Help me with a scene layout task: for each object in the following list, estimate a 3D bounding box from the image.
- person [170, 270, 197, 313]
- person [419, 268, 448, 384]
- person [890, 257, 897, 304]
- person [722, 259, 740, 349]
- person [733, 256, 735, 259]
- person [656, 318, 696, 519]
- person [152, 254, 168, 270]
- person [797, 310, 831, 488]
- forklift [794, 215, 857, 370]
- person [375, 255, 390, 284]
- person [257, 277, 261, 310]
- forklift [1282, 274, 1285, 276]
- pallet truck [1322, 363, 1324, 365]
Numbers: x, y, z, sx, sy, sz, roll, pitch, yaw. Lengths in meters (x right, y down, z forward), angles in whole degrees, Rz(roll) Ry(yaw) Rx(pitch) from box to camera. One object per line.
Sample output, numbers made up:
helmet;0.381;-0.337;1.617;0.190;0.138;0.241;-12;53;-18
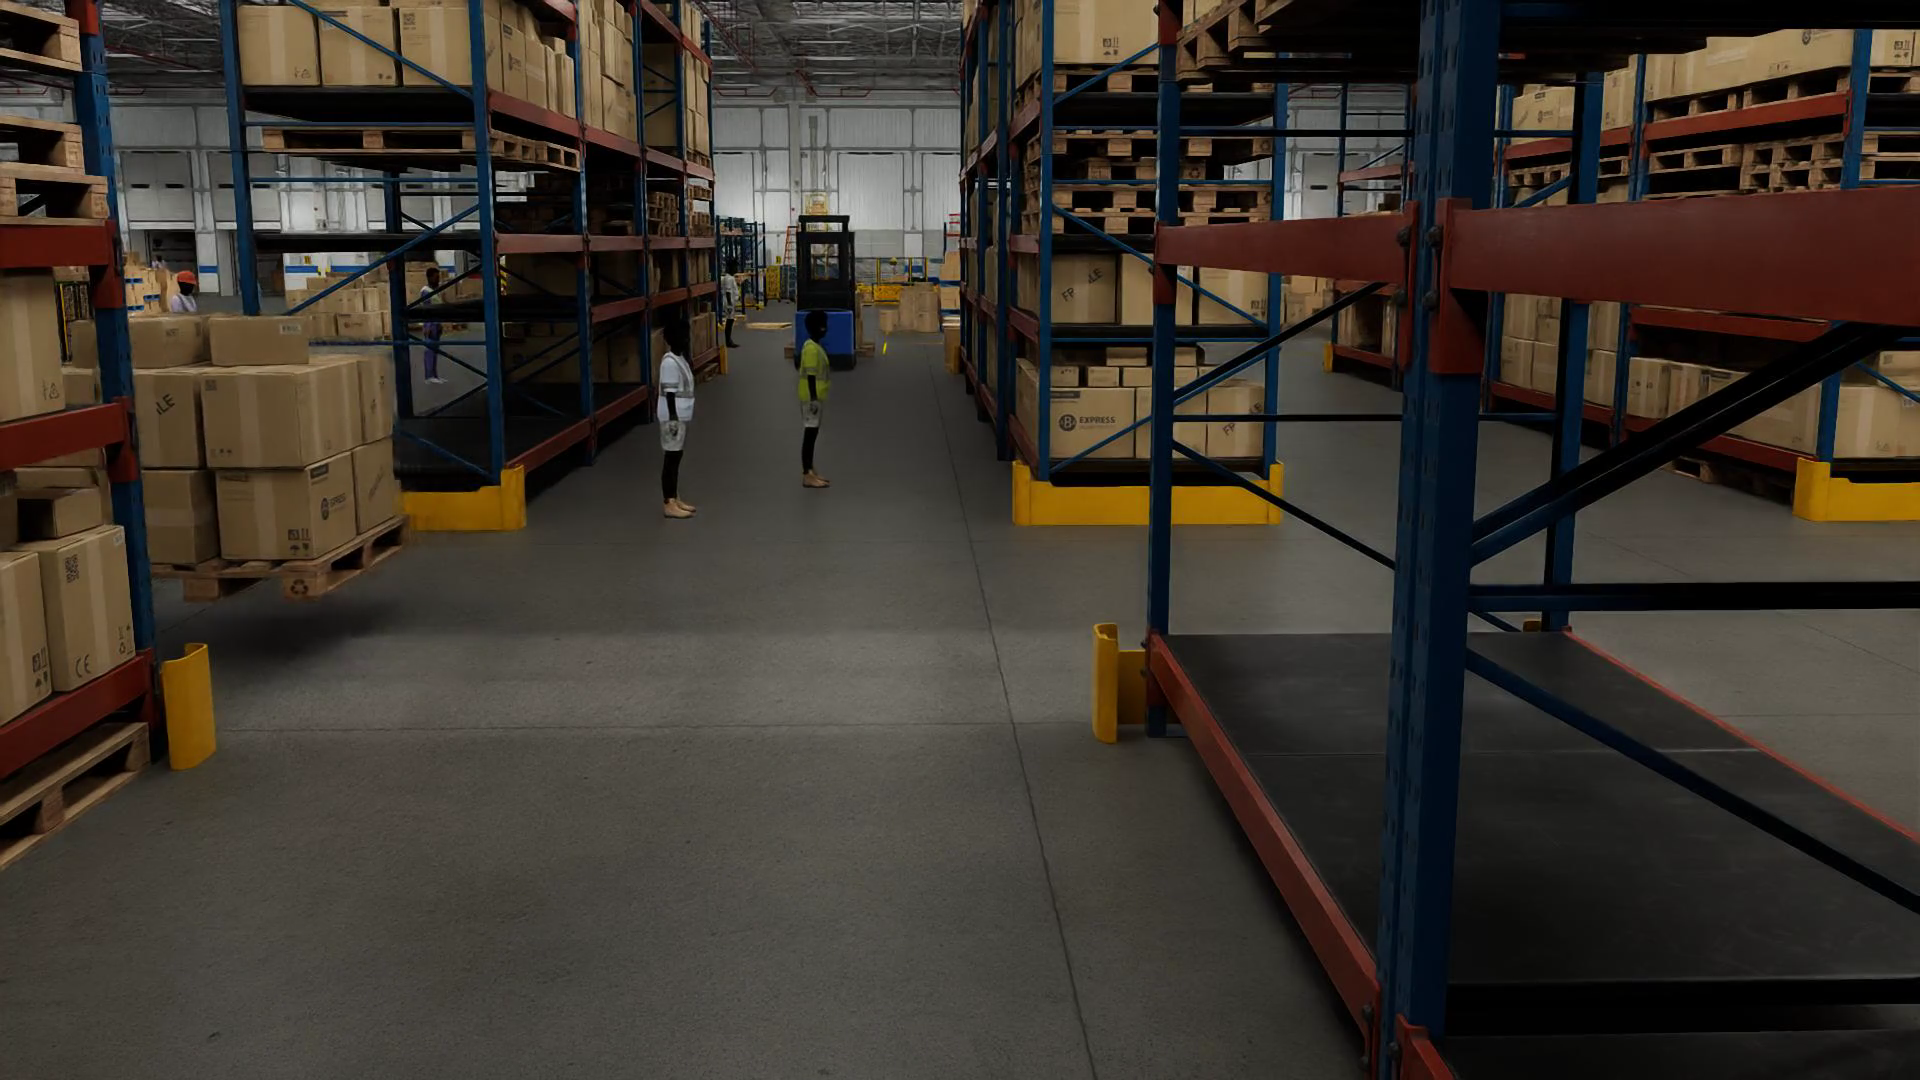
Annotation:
person;-11.132;-2.916;24.004;0.376;1.934;0.548;0;10;0
person;-8.760;-3.551;27.588;0.391;1.916;0.590;0;10;0
person;-2.513;-9.823;63.012;0.319;1.743;0.488;0;10;0
person;-5.040;-5.193;36.602;0.368;1.963;0.609;0;10;0
person;-8.660;-9.810;62.737;0.532;1.812;0.536;4;11;23
person;-2.419;-1.039;14.195;0.321;1.698;0.537;0;10;0
person;-33.260;-10.974;69.229;0.443;1.816;0.643;7;13;36
person;-1.395;-1.354;15.951;0.321;1.698;0.537;0;10;0
forklift;-2.488;-4.589;30.686;1.129;2.768;1.873;0;10;-2
person;-21.203;-9.577;61.299;0.671;1.860;0.853;-4;11;-20
person;-16.721;-5.561;39.399;0.321;1.695;0.537;0;10;0
forklift;12.240;-10.302;62.509;1.129;2.768;1.873;0;10;-2
pallet truck;7.712;-4.157;30.737;1.885;1.965;0.823;3;11;16
